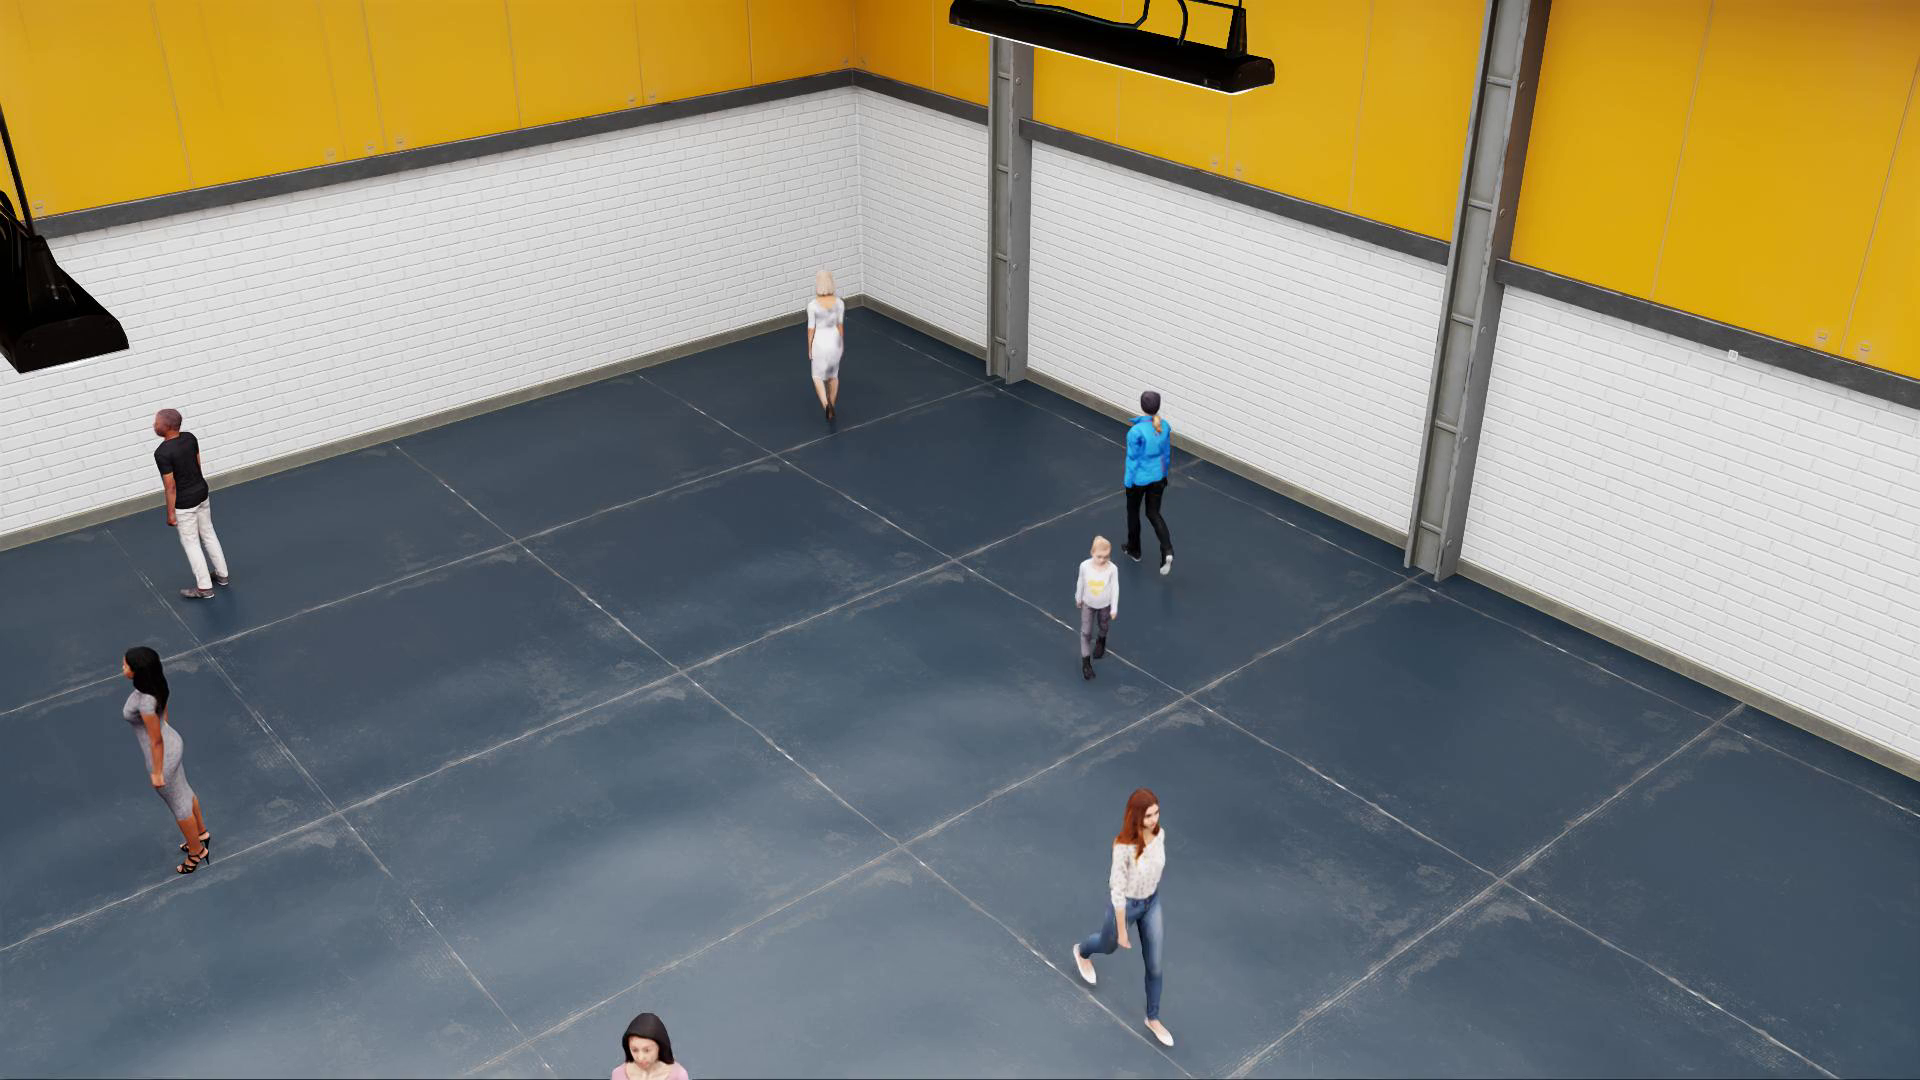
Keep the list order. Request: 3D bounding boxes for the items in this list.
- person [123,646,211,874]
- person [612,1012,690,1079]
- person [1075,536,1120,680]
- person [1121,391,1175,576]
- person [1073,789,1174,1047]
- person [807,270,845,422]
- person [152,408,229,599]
[{"bbox_3d":[-5.463,1.503,11.449,0.721,1.781,0.596,-7,29,-12],"label":"person"},{"bbox_3d":[-1.541,3.087,8.605,0.961,1.723,1.067,0,29,0],"label":"person"},{"bbox_3d":[1.144,0.489,13.861,0.891,1.251,0.935,6,29,11],"label":"person"},{"bbox_3d":[1.735,-0.492,15.110,0.826,1.777,1.136,-12,31,-21],"label":"person"},{"bbox_3d":[0.998,2.224,10.215,0.712,1.696,1.185,-15,32,-25],"label":"person"},{"bbox_3d":[-1.434,-2.069,18.039,0.740,1.741,0.897,-9,30,-17],"label":"person"},{"bbox_3d":[-6.869,-0.340,14.803,0.793,1.804,0.764,7,29,12],"label":"person"}]
